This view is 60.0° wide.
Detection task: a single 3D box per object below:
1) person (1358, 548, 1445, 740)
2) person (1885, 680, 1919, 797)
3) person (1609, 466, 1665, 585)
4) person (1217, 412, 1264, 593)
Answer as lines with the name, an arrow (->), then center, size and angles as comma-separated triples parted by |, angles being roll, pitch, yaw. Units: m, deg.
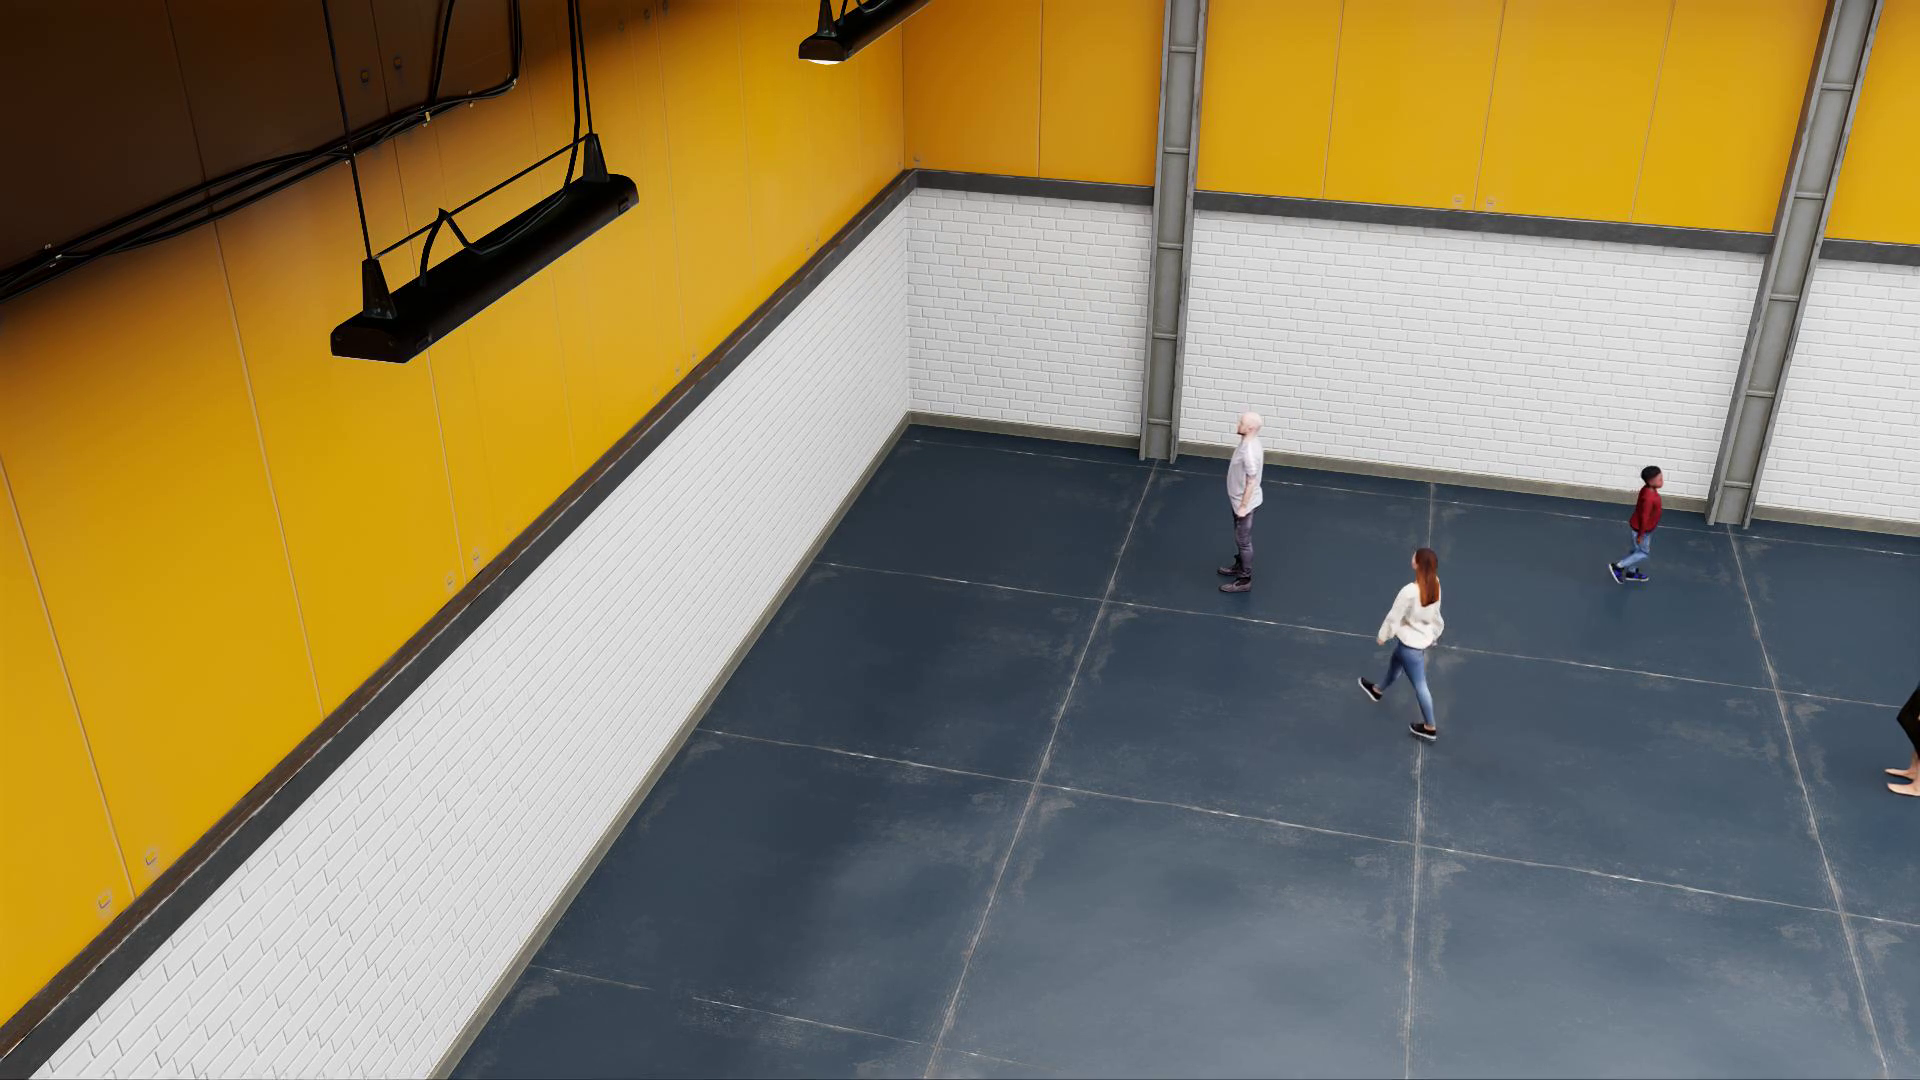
person -> 3.799, 0.890, 13.722 | 1.025, 1.638, 1.200 | -22, 36, -35
person -> 7.643, 1.272, 13.036 | 0.618, 1.624, 0.598 | 14, 31, 23
person -> 6.518, -0.146, 16.030 | 0.601, 1.247, 0.491 | 7, 29, 13
person -> 2.724, -0.379, 15.848 | 0.615, 1.831, 0.674 | 4, 29, 8
